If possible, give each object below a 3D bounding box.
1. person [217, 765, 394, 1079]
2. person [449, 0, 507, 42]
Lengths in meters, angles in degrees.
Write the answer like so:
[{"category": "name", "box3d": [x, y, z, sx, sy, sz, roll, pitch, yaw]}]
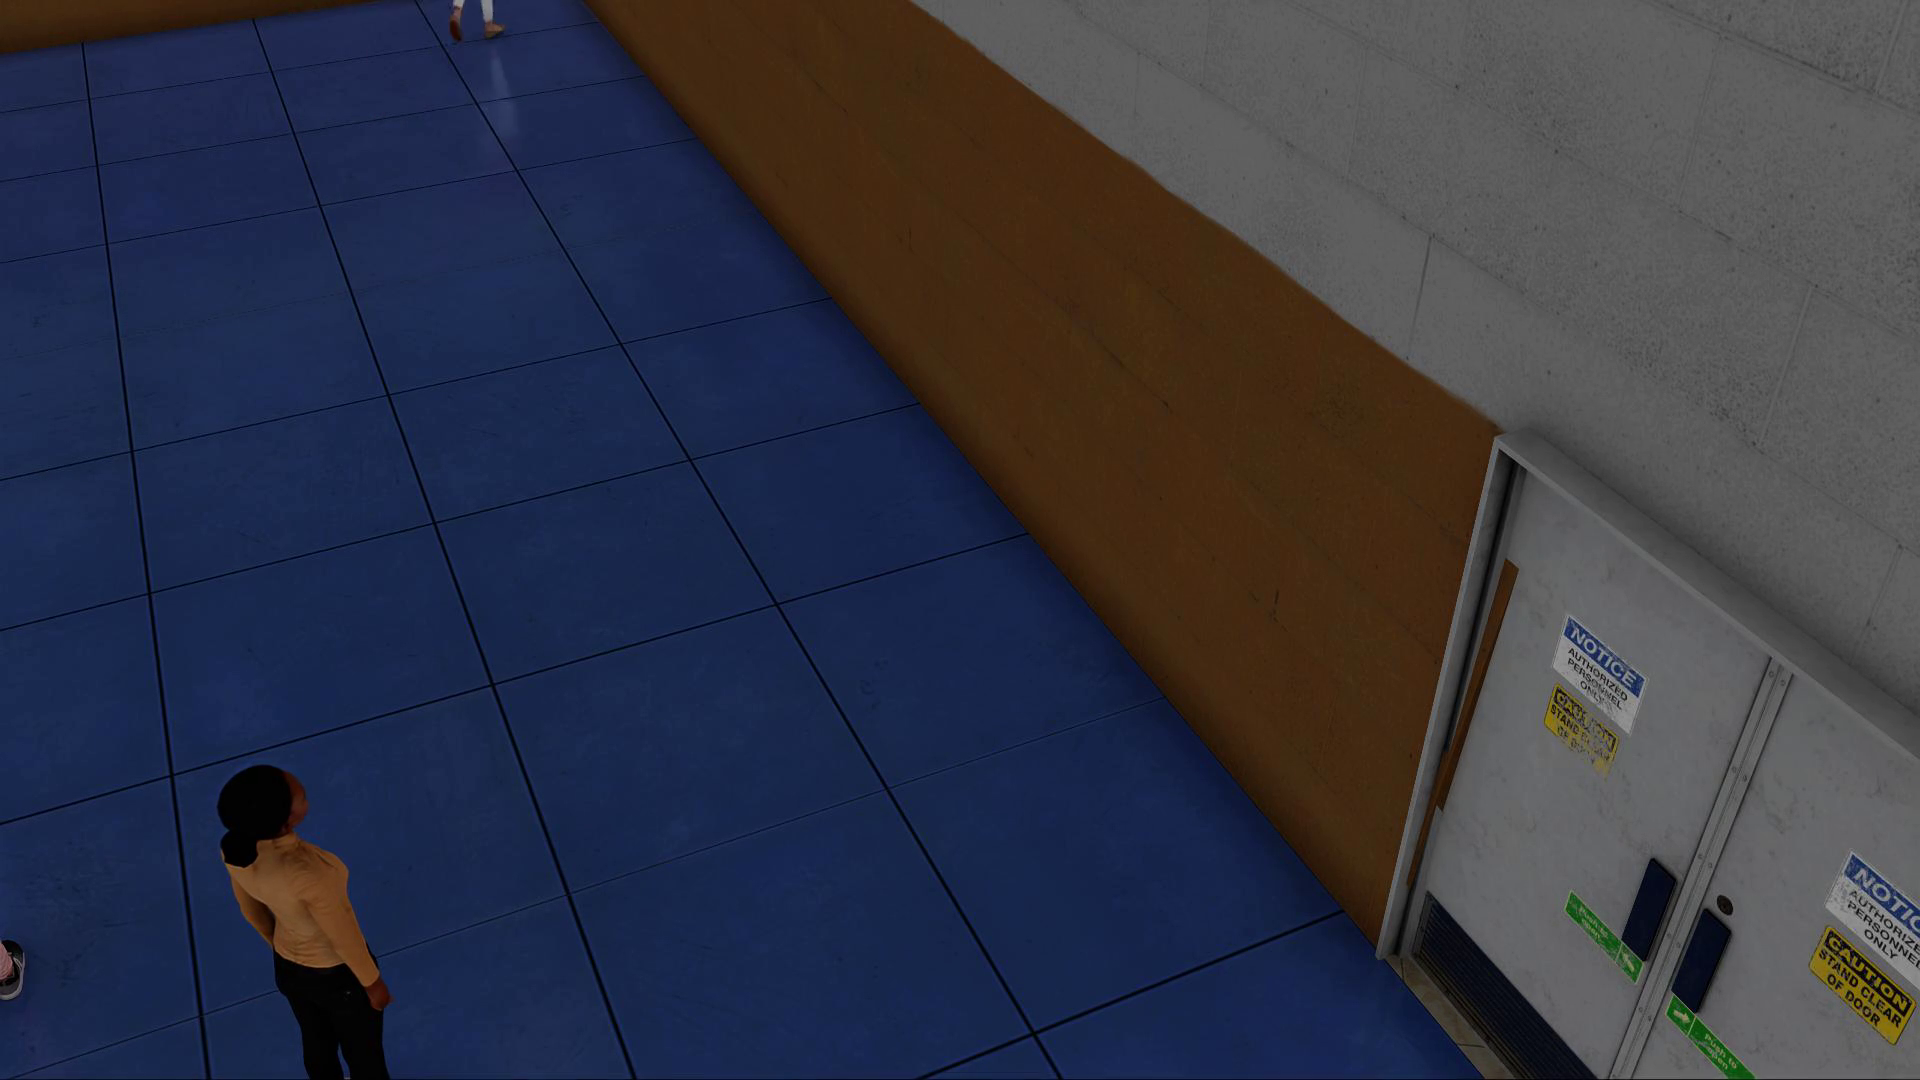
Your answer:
[{"category": "person", "box3d": [-1.960, 1.308, 5.095, 0.688, 1.660, 0.737, 16, 40, 20]}, {"category": "person", "box3d": [-3.928, -4.738, 13.135, 0.901, 1.679, 0.942, 11, 38, 14]}]
